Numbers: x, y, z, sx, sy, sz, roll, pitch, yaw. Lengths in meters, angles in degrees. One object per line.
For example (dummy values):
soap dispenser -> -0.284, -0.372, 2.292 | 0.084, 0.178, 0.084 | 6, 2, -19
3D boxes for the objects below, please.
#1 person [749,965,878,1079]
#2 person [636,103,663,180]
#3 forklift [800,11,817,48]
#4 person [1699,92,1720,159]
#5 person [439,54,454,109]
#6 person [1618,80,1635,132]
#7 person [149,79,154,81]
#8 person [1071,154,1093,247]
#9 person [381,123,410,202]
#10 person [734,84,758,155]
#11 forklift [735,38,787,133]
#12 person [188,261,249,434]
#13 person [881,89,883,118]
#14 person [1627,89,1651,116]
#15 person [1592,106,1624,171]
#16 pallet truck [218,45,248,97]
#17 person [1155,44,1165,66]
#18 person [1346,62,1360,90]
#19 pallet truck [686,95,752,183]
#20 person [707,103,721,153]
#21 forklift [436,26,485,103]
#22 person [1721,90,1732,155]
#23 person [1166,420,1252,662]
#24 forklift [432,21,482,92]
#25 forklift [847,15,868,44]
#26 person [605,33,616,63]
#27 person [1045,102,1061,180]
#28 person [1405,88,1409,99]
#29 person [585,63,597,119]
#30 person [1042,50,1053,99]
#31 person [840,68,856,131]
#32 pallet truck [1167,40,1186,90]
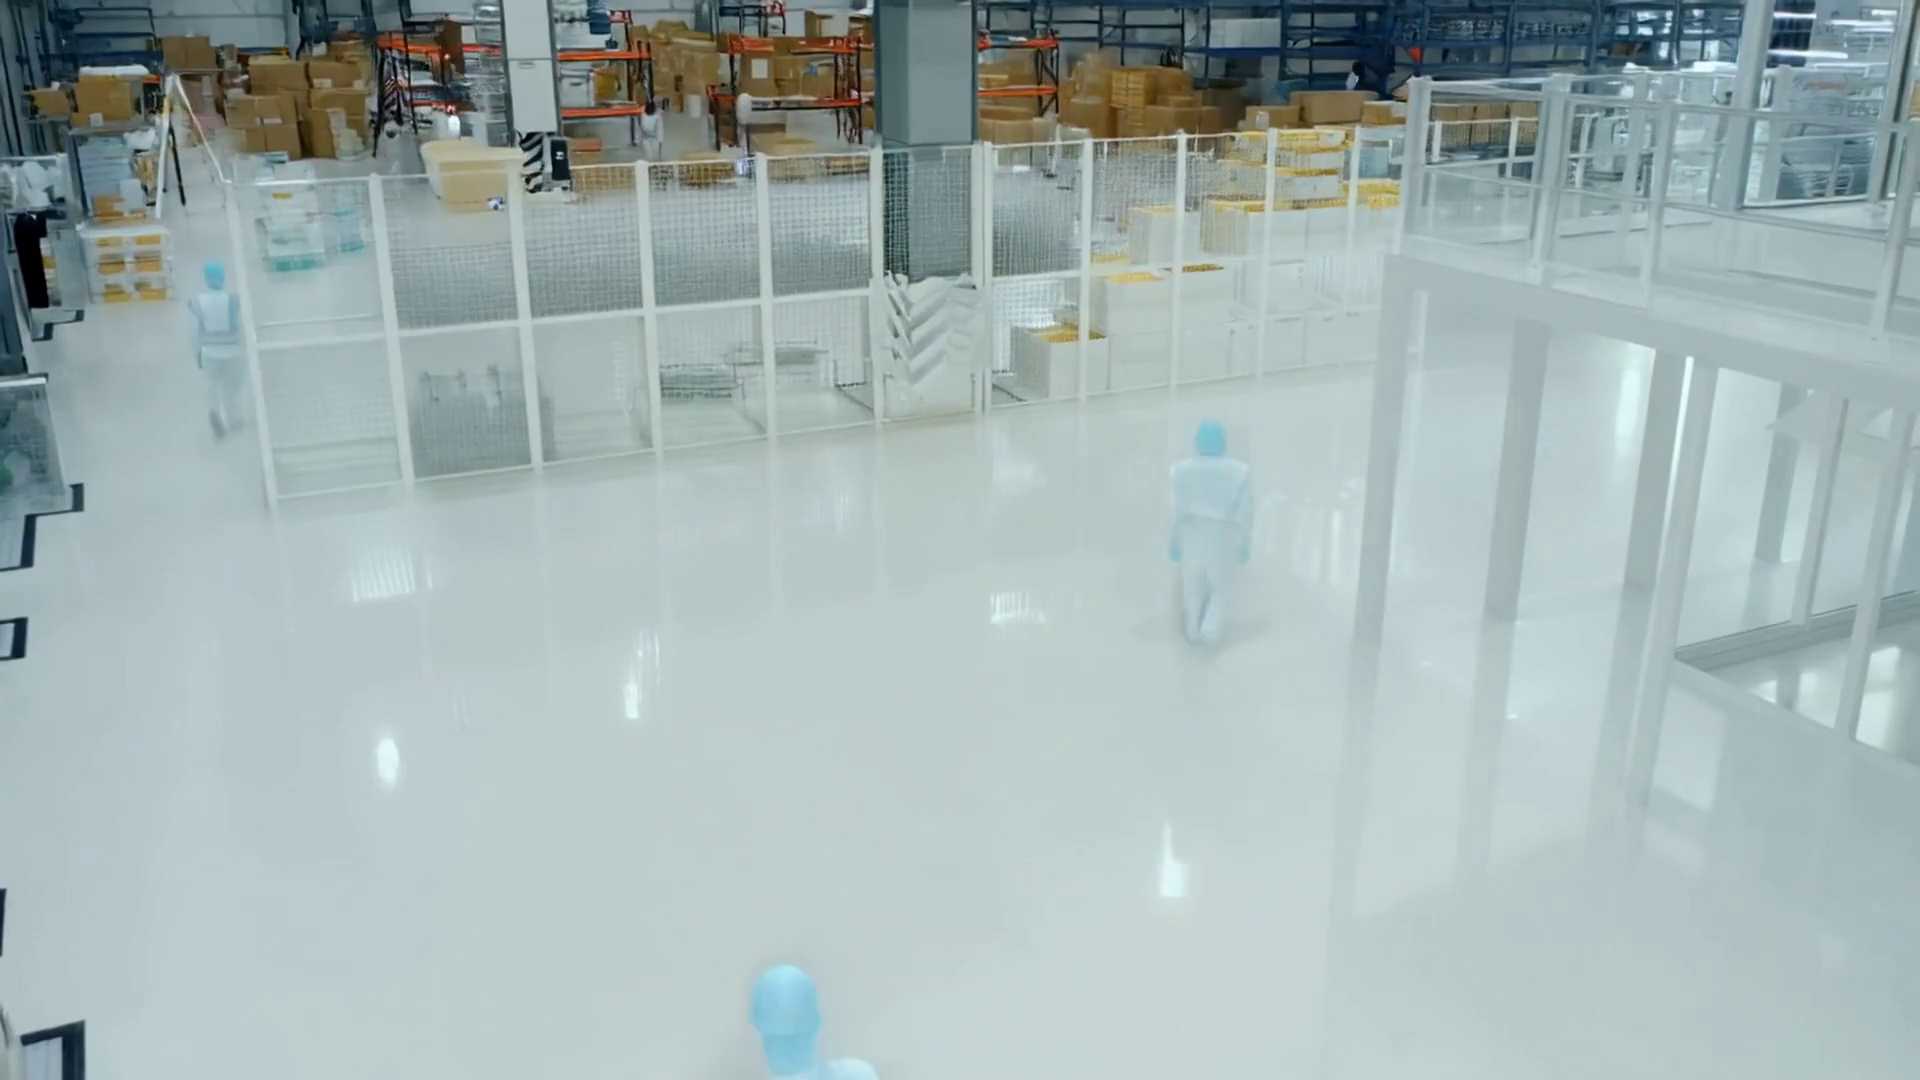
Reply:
person -> -0.545, 2.287, 5.510 | 0.604, 1.907, 0.432 | -13, 23, -33
person -> -7.497, -9.637, 40.195 | 0.661, 1.824, 0.457 | 1, 19, 4
forklift -> -7.422, -24.767, 82.464 | 1.873, 2.768, 1.129 | -9, 21, -25
person -> 19.968, -10.974, 44.164 | 0.525, 1.769, 0.315 | 2, 19, 6
person -> -18.623, -16.659, 60.396 | 0.579, 1.926, 0.387 | 3, 19, 9
person -> 20.518, -13.395, 51.302 | 0.560, 1.678, 0.531 | 1, 19, 3
person -> -24.941, -13.439, 51.516 | 0.521, 1.633, 0.313 | 11, 22, 28
person -> 2.087, -5.600, 28.327 | 0.354, 1.936, 0.635 | 8, 20, 21
person -> -12.472, -8.309, 36.583 | 0.517, 1.705, 0.854 | 6, 20, 16
person -> -5.827, -11.332, 44.962 | 0.633, 1.927, 0.644 | 16, 25, 38
forklift -> -6.218, -14.166, 51.736 | 1.129, 2.768, 1.873 | -9, 21, -25
person -> -8.040, -2.060, 18.098 | 0.617, 1.919, 0.699 | -5, 20, -13
person -> -2.035, -12.420, 48.123 | 0.585, 1.920, 0.383 | 4, 20, 12
person -> 20.207, -12.863, 49.583 | 0.609, 1.796, 0.824 | 3, 19, 9
person -> 14.561, -8.859, 37.620 | 0.535, 2.000, 0.673 | -12, 22, -30
pallet truck -> -28.879, -18.665, 66.111 | 0.823, 1.965, 1.885 | -3, 19, -9
person -> 8.926, -21.367, 74.498 | 0.541, 1.619, 0.552 | -10, 21, -27
person -> 13.161, -14.912, 55.347 | 0.986, 1.913, 0.636 | 1, 19, 2
pallet truck -> -5.836, -9.608, 39.856 | 0.823, 1.965, 1.885 | 10, 22, 27
person -> -6.176, -10.118, 41.801 | 0.322, 1.690, 0.533 | -10, 21, -26
forklift -> -18.846, -17.774, 62.194 | 1.873, 2.768, 1.129 | 3, 19, 10
person -> 19.337, -10.351, 42.012 | 0.389, 1.992, 0.625 | 11, 22, 30
person -> 1.803, 0.025, 12.194 | 0.640, 1.821, 0.586 | 8, 20, 21
forklift -> -20.683, -19.824, 68.136 | 1.129, 2.768, 1.873 | 14, 23, 35
forklift -> -4.705, -22.817, 76.811 | 1.129, 2.768, 1.873 | 0, 19, -1
person -> -16.688, -23.237, 79.453 | 0.354, 1.936, 0.635 | 16, 25, 39
person -> 2.239, -9.612, 40.096 | 0.355, 1.860, 0.553 | -4, 20, -12
person -> 11.764, -10.909, 43.759 | 0.563, 1.906, 0.785 | 7, 20, 19
person -> -12.490, -15.226, 56.372 | 0.346, 1.846, 0.506 | -2, 19, -5
person -> 3.372, -18.116, 64.734 | 0.528, 1.853, 0.451 | -3, 19, -8
person -> -3.507, -13.777, 52.059 | 0.592, 1.920, 0.392 | 13, 23, 33
pallet truck -> 9.045, -19.971, 69.895 | 0.823, 1.965, 1.885 | -3, 19, -8
